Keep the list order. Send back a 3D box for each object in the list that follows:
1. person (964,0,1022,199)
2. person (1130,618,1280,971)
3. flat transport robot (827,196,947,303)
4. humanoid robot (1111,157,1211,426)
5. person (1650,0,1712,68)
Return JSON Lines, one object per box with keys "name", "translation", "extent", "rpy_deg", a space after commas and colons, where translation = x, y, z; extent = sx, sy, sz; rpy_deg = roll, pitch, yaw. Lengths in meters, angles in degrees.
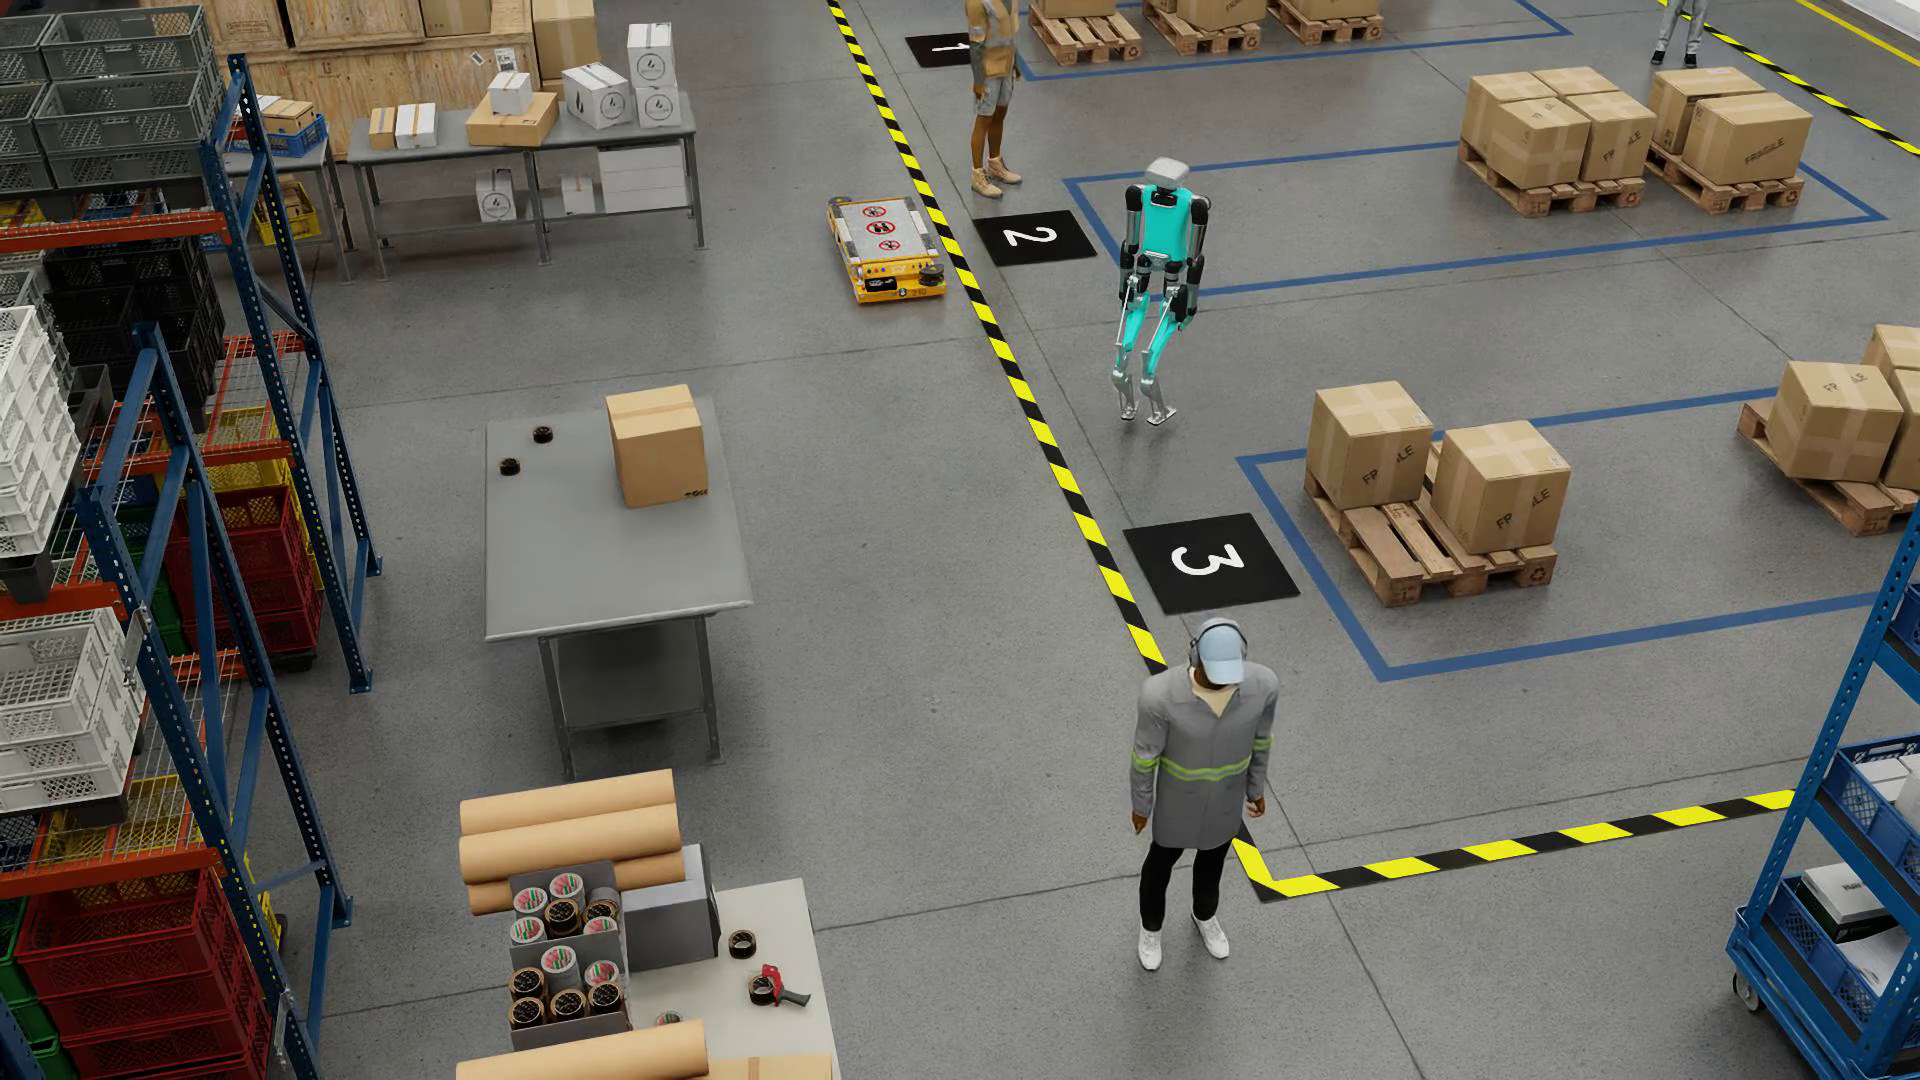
{"name": "person", "translation": [0.293, -3.719, 13.067], "extent": [0.369, 2.045, 0.604], "rpy_deg": [22, 42, 26]}
{"name": "person", "translation": [0.988, 1.050, 6.816], "extent": [0.598, 1.850, 0.387], "rpy_deg": [-6, 37, -9]}
{"name": "flat transport robot", "translation": [-0.570, -2.220, 12.538], "extent": [0.659, 0.231, 1.431], "rpy_deg": [-8, 37, -10]}
{"name": "humanoid robot", "translation": [1.136, -1.430, 10.133], "extent": [0.533, 1.677, 0.735], "rpy_deg": [17, 40, 22]}
{"name": "person", "translation": [6.832, -5.297, 15.358], "extent": [0.592, 1.837, 0.404], "rpy_deg": [11, 38, 14]}
